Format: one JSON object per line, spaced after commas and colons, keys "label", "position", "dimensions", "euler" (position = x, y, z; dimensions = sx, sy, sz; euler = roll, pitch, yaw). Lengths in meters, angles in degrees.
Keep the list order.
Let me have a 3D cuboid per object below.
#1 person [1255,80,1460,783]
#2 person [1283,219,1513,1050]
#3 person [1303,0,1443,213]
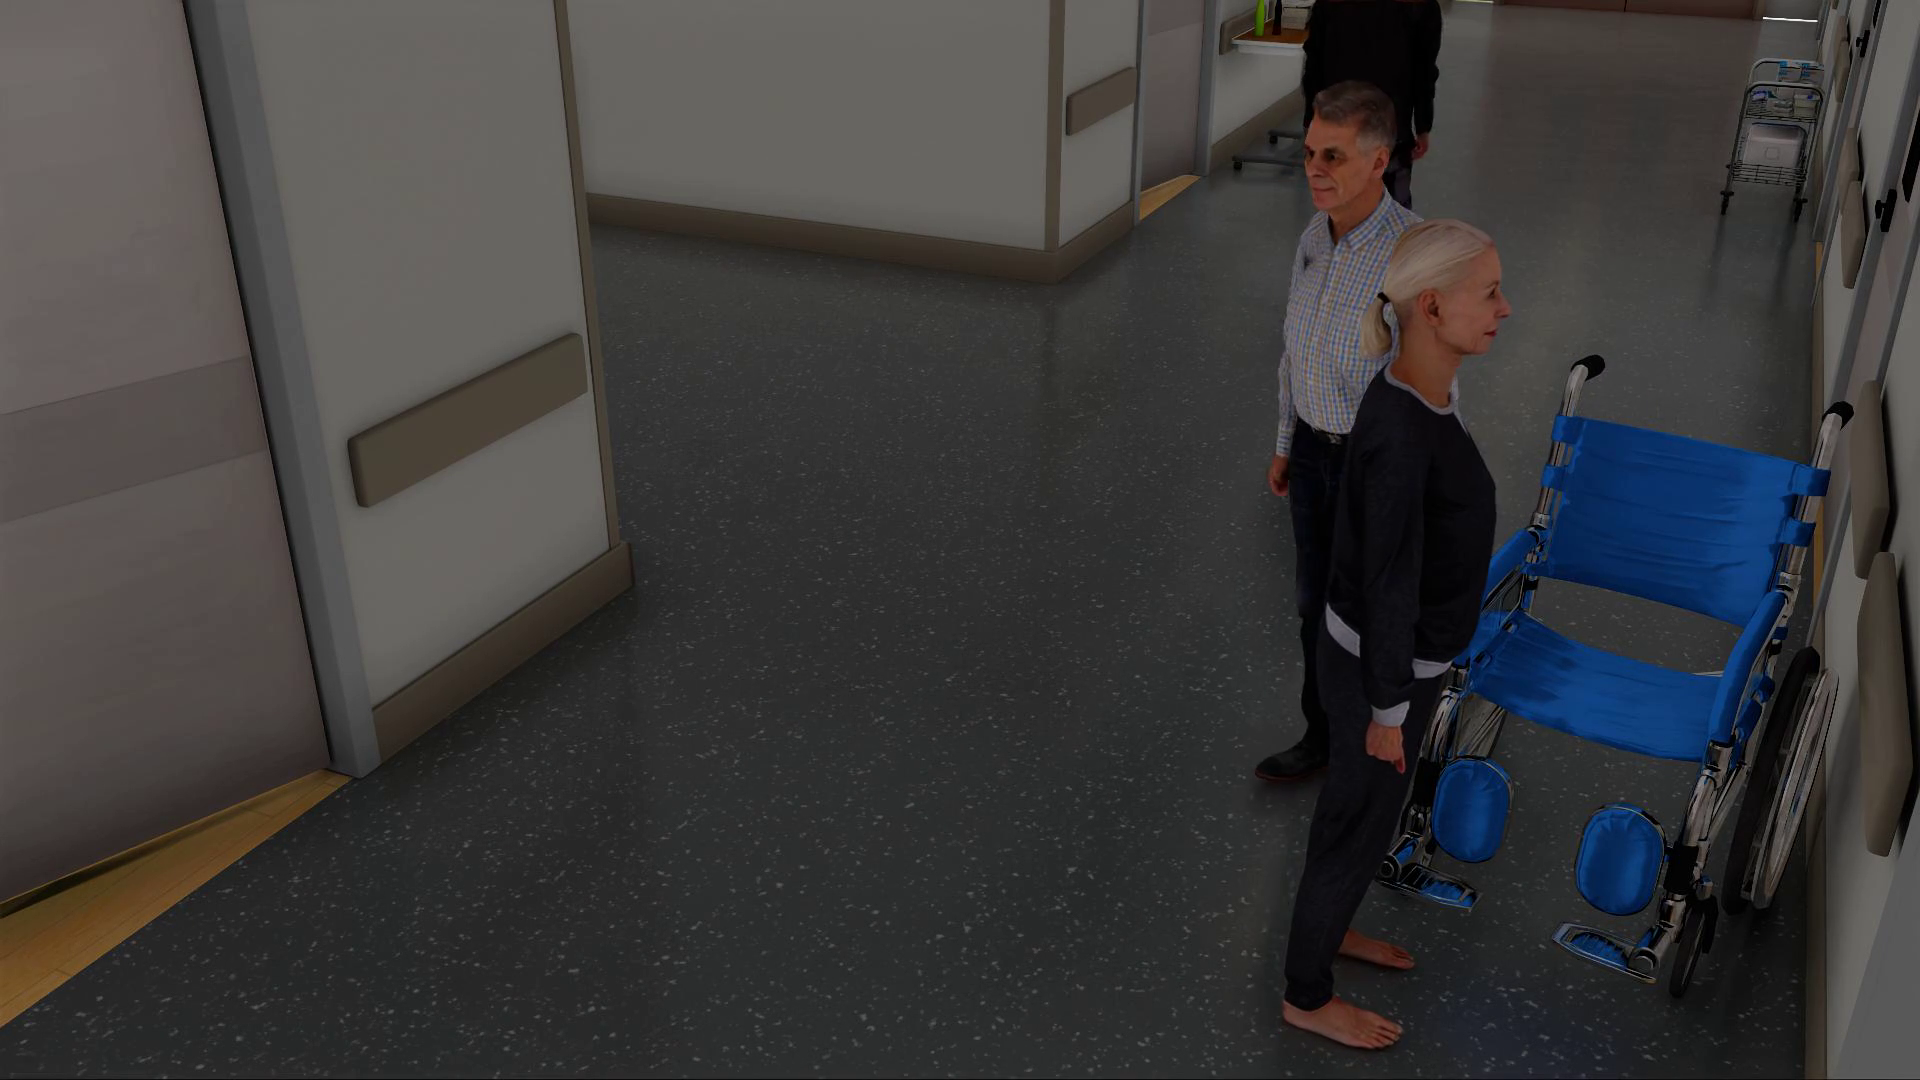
{"label": "person", "position": [1.028, -0.220, 4.089], "dimensions": [0.969, 1.796, 0.898], "euler": [-13, 29, -26]}
{"label": "person", "position": [0.832, 0.205, 3.288], "dimensions": [0.696, 1.726, 0.520], "euler": [6, 26, 13]}
{"label": "person", "position": [1.803, -1.831, 7.369], "dimensions": [0.749, 1.849, 0.850], "euler": [12, 28, 23]}
